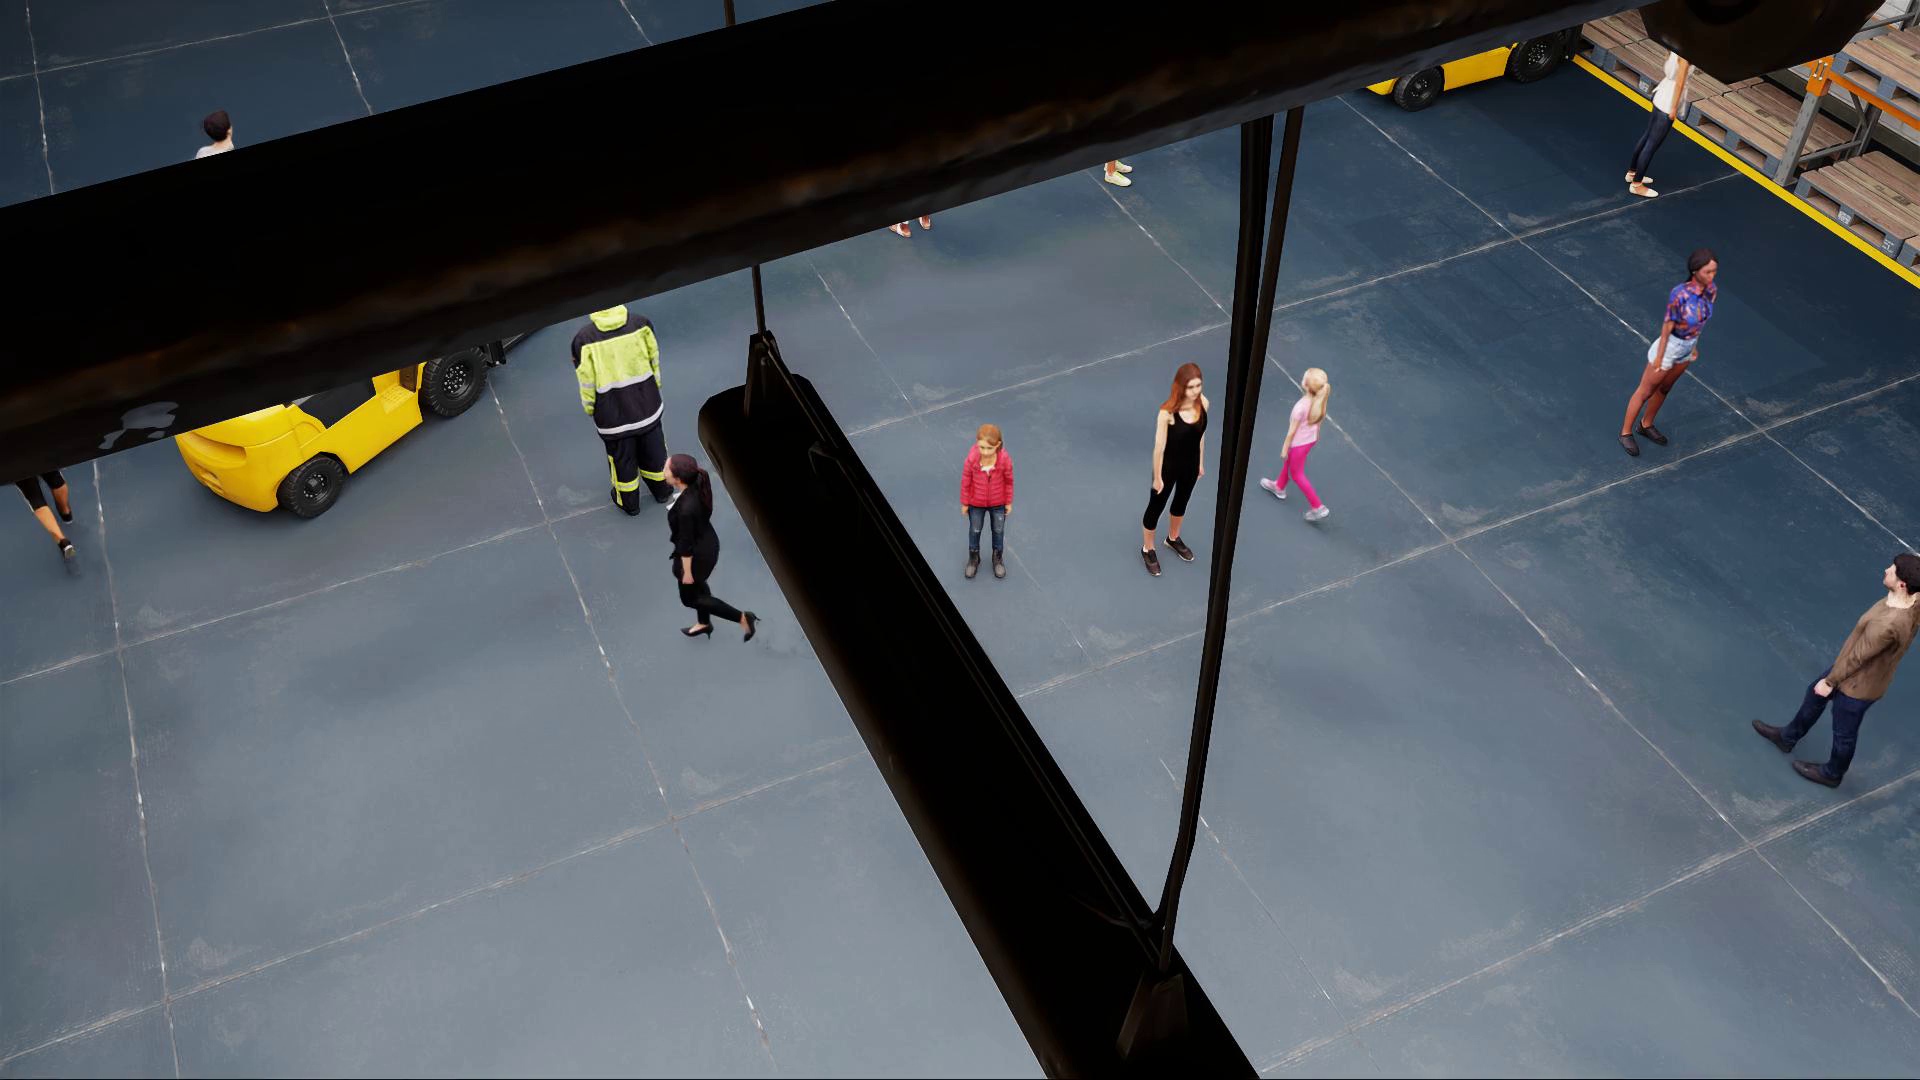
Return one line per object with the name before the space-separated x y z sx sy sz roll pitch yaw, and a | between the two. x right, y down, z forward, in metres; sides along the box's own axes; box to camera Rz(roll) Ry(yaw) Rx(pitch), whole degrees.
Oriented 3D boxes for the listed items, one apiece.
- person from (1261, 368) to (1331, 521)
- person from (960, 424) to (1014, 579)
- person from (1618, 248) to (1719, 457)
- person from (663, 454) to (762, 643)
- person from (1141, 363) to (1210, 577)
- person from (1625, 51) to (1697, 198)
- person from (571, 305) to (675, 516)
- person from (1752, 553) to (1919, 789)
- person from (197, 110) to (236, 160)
person | 2.512 -0.688 12.021 0.676 1.254 0.925 -34 53 -30
person | 0.190 -0.281 11.548 0.590 1.318 0.609 0 44 0
person | 5.326 -1.421 12.437 0.584 1.741 0.508 -19 47 -19
person | -1.652 0.113 10.898 0.897 1.643 0.884 5 44 5
person | 1.498 -0.522 11.505 0.567 1.726 0.514 -19 47 -19
person | 6.407 -3.988 15.100 0.745 1.784 0.654 8 44 8
person | -2.408 -1.033 11.856 0.793 1.981 0.668 -23 48 -22
person | 5.486 0.845 9.966 0.976 1.869 0.864 28 50 26
person | -5.869 -2.635 13.623 0.728 1.863 0.773 11 45 11
